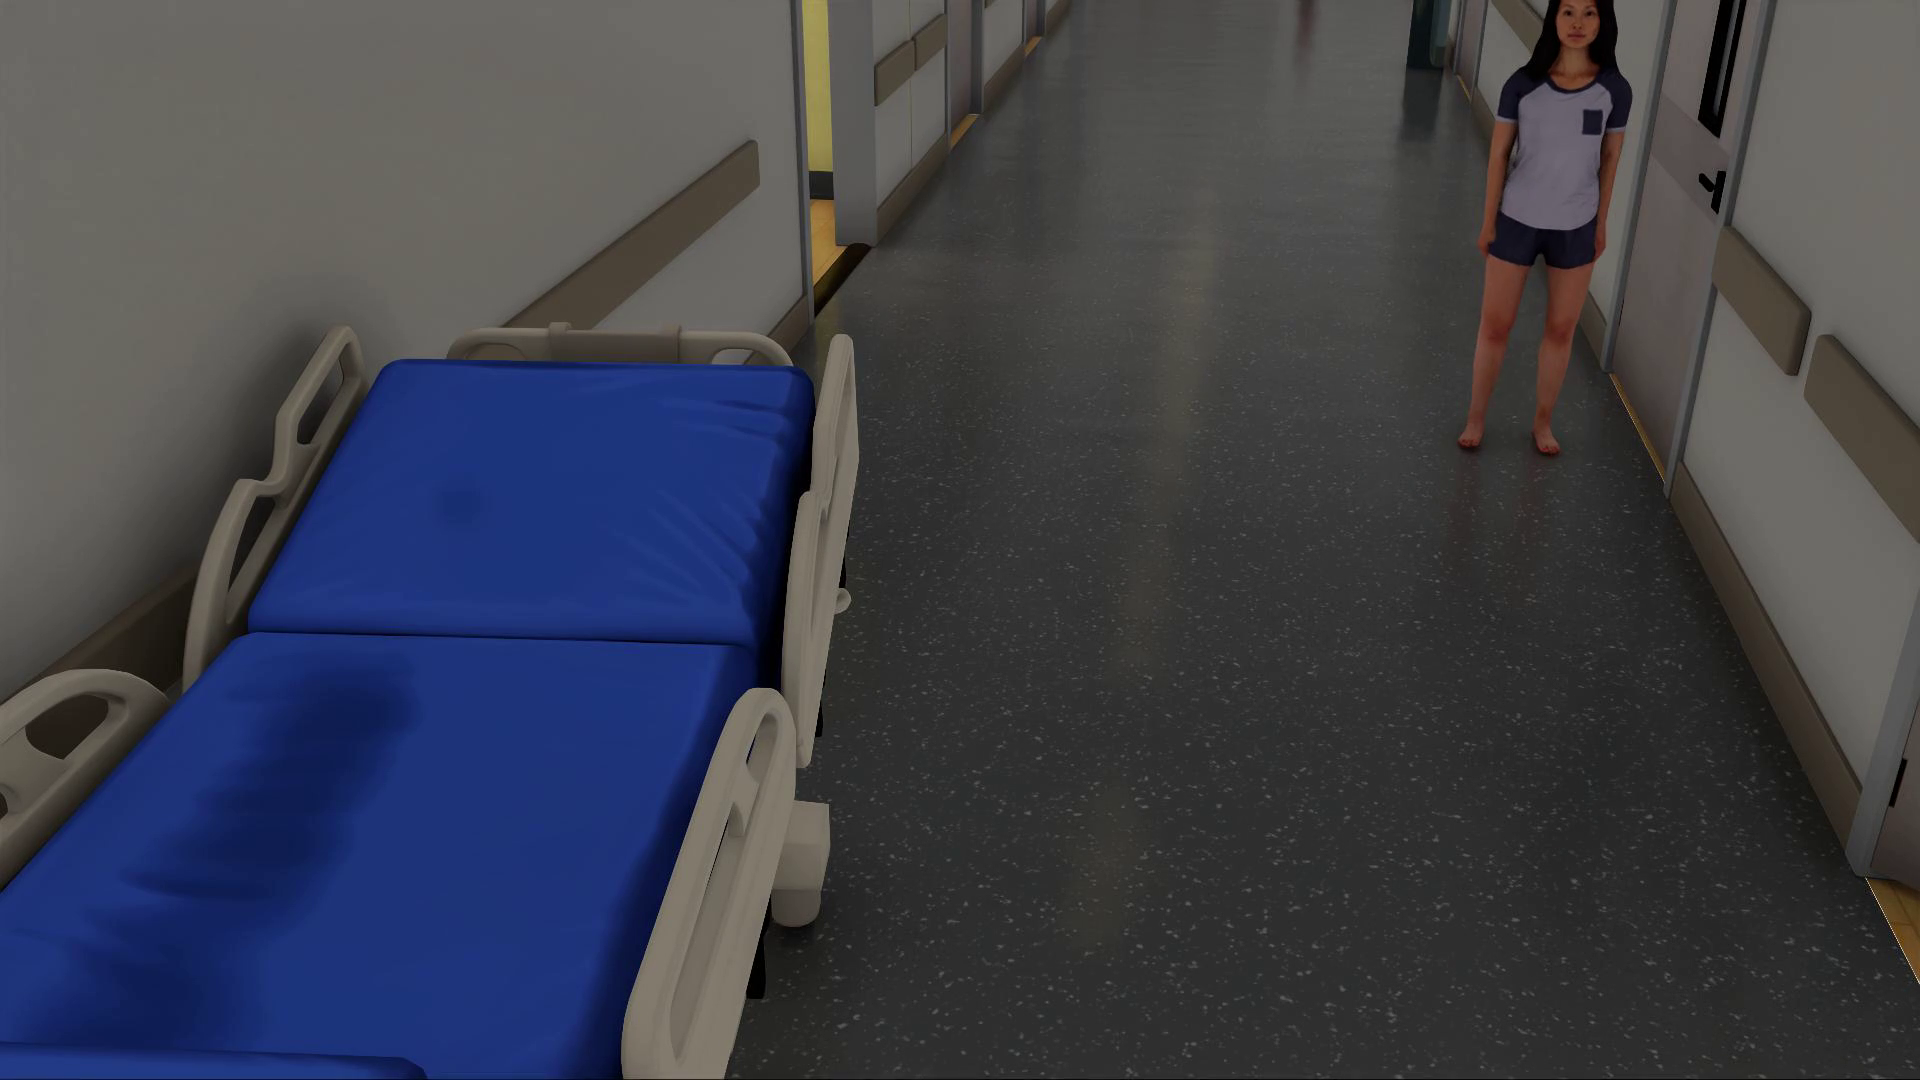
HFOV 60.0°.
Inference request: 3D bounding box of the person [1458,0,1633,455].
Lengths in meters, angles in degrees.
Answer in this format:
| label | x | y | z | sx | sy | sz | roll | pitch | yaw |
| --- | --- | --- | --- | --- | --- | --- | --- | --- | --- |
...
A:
| label | x | y | z | sx | sy | sz | roll | pitch | yaw |
| --- | --- | --- | --- | --- | --- | --- | --- | --- | --- |
| person | 2.112 | -1.144 | 5.970 | 0.450 | 1.706 | 0.655 | 5 | 26 | 11 |
